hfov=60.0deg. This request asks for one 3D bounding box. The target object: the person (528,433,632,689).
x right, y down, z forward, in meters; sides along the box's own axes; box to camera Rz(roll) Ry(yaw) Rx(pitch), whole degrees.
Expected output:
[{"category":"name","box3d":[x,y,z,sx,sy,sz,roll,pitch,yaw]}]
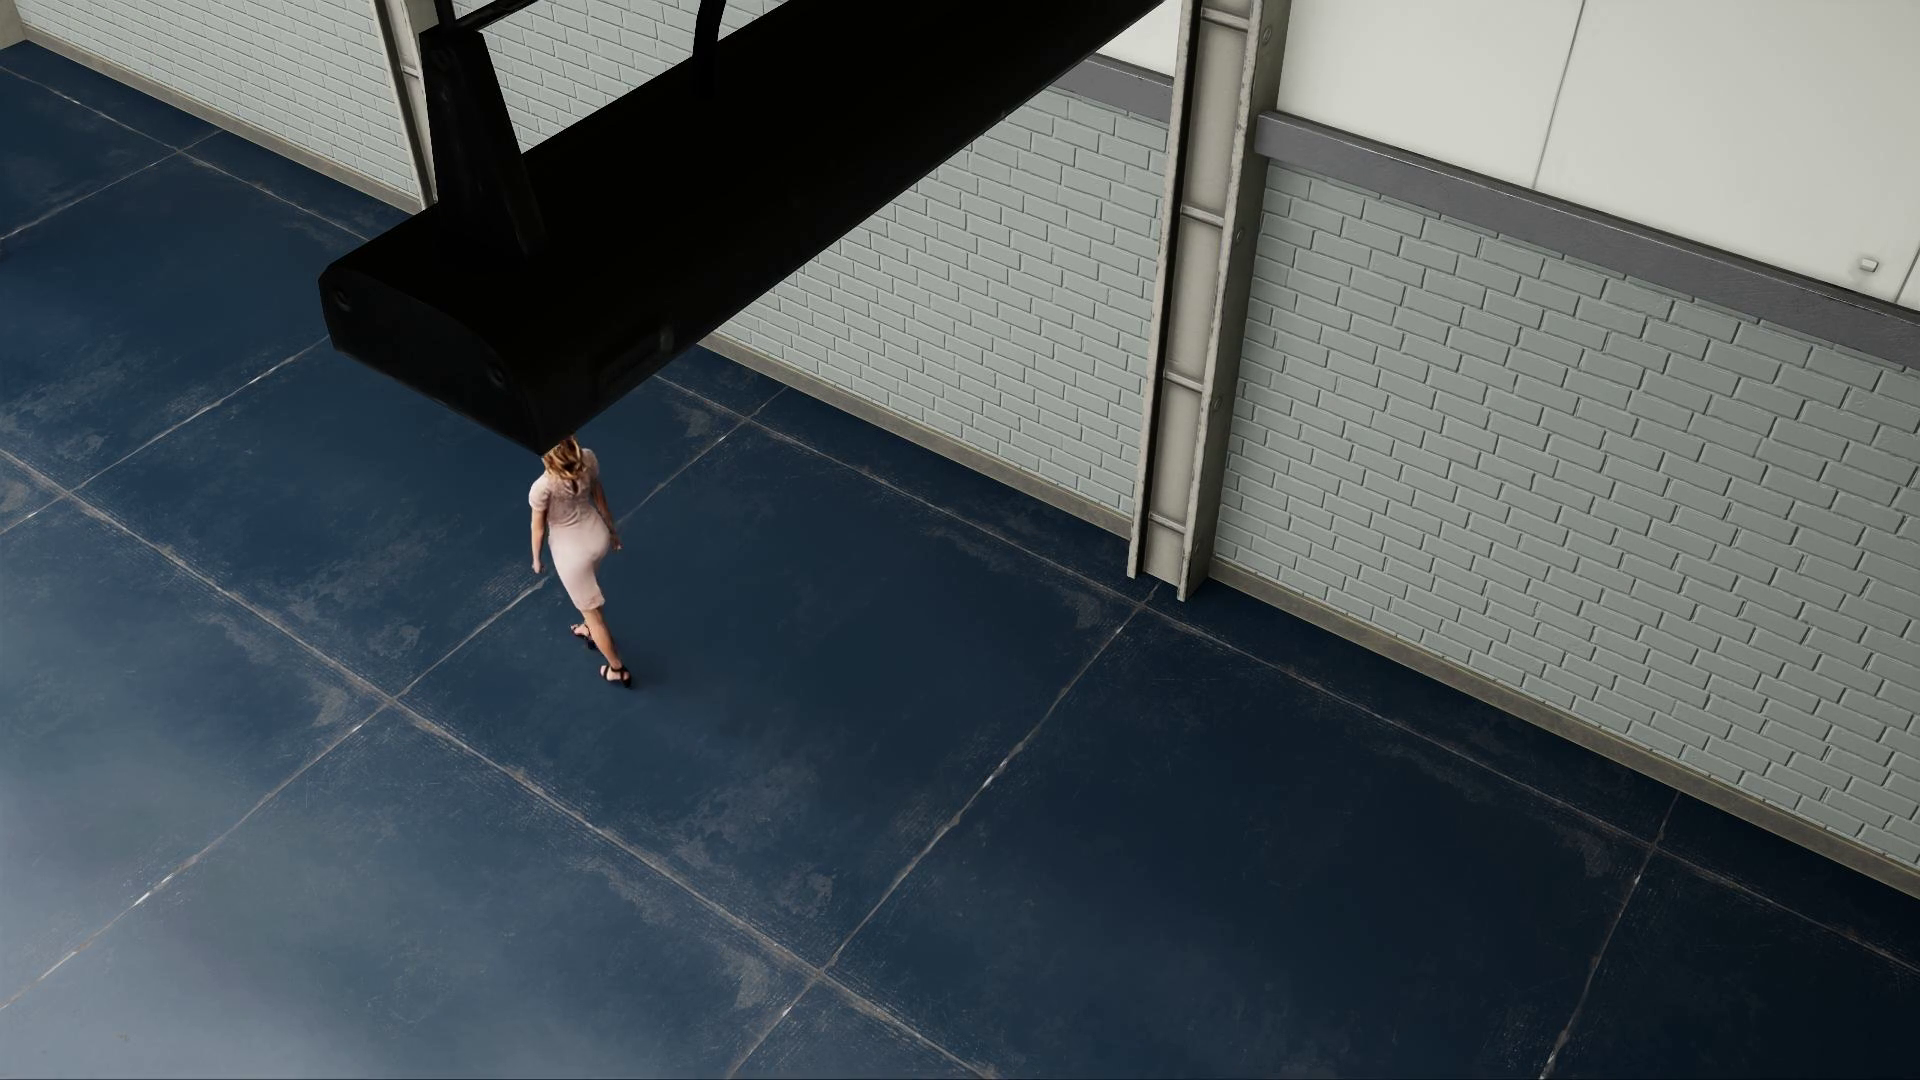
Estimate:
[{"category":"person","box3d":[-1.912,0.108,8.636,0.817,1.810,0.633,29,50,27]}]
